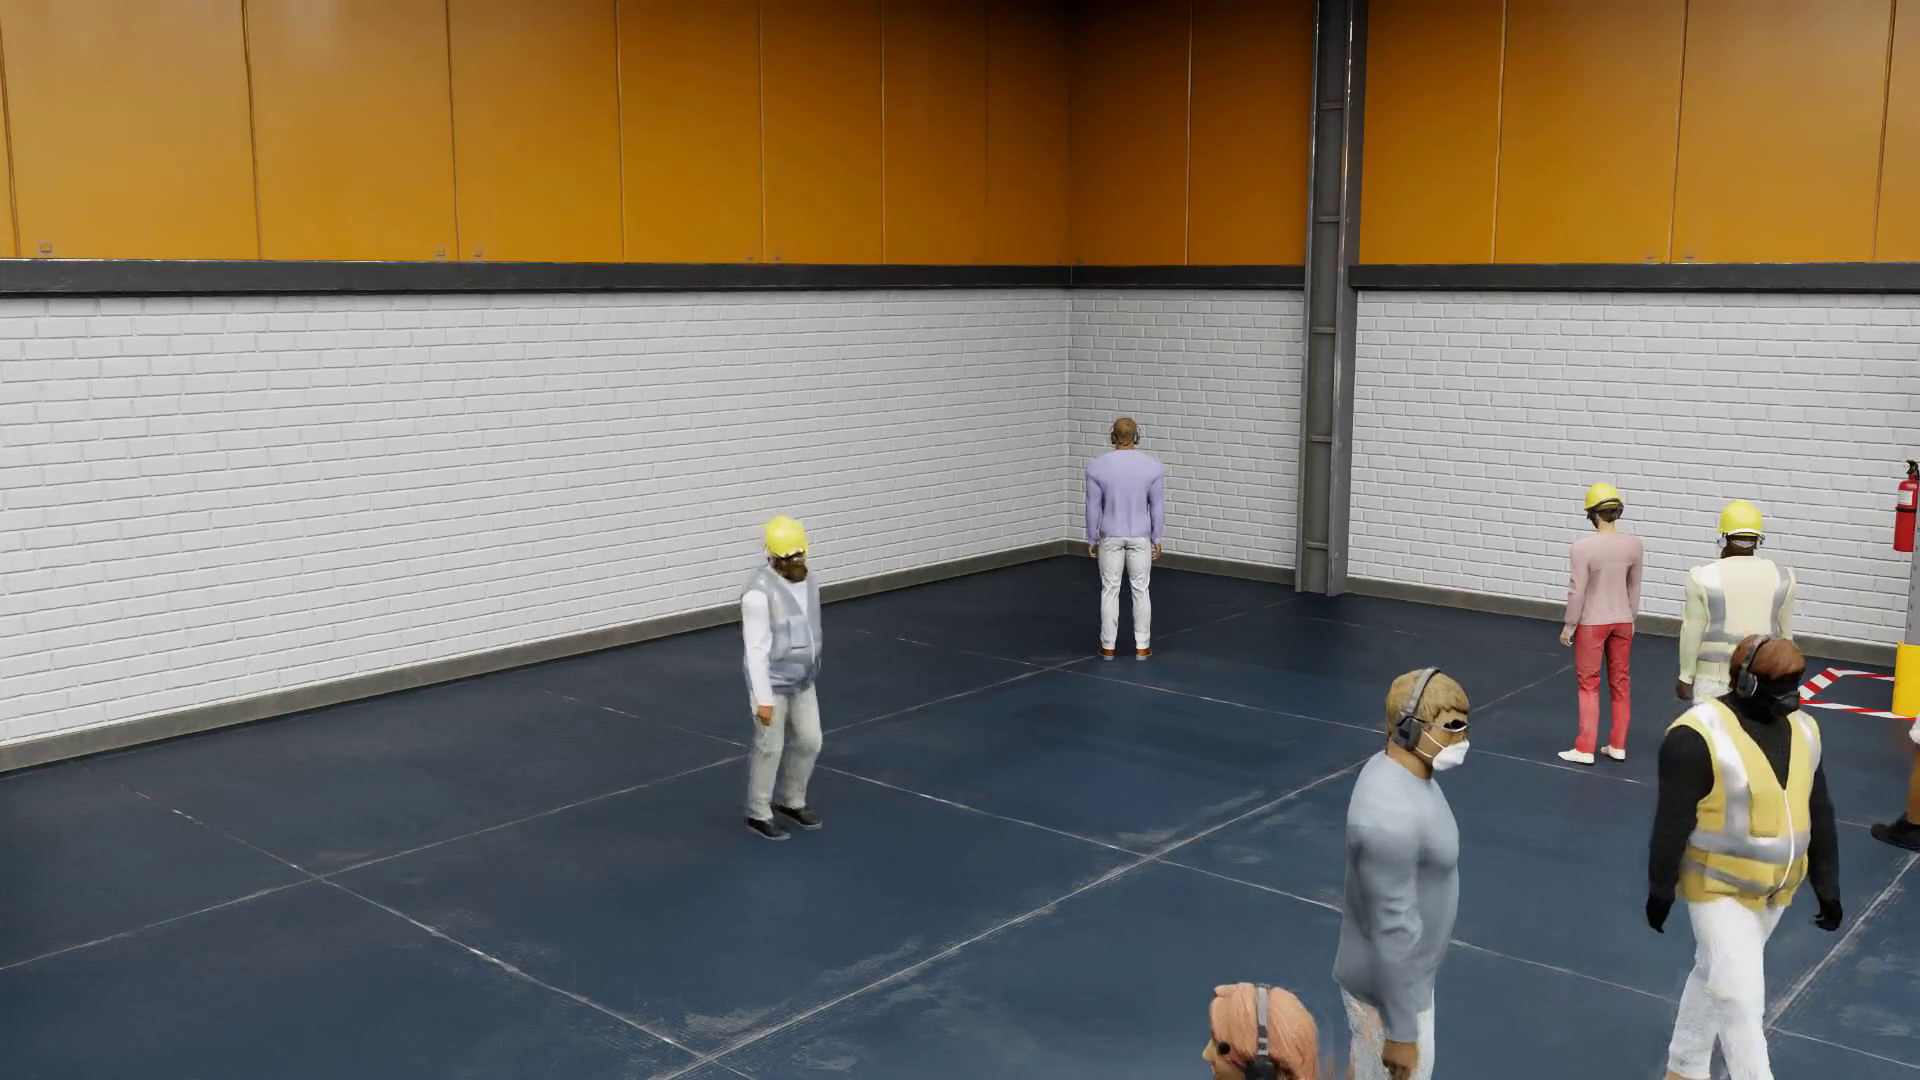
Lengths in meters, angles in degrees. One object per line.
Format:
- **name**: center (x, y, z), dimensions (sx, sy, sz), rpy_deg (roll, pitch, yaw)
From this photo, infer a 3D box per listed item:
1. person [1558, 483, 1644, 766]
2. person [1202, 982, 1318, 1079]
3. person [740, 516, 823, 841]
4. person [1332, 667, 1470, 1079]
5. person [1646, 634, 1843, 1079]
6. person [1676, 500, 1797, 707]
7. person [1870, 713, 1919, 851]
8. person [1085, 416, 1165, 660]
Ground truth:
- **person**: center (3.965, 0.524, 10.319), dimensions (0.524, 1.759, 0.328), rpy_deg (-3, 9, -16)
- **person**: center (0.678, 1.689, 3.398), dimensions (0.436, 1.628, 0.518), rpy_deg (2, 9, 14)
- **person**: center (-0.956, 0.742, 8.838), dimensions (0.538, 1.790, 0.612), rpy_deg (6, 11, 32)
- **person**: center (1.271, 1.311, 4.820), dimensions (0.371, 1.935, 0.627), rpy_deg (3, 9, 16)
- **person**: center (2.787, 1.230, 5.715), dimensions (0.663, 1.802, 0.889), rpy_deg (-4, 10, -23)
- **person**: center (4.167, 0.697, 8.989), dimensions (0.586, 1.833, 0.403), rpy_deg (0, 9, 2)
- **person**: center (5.182, 0.755, 8.443), dimensions (0.547, 1.907, 0.951), rpy_deg (-3, 9, -18)
- **person**: center (1.294, -0.008, 13.102), dimensions (0.628, 1.935, 0.373), rpy_deg (1, 9, 4)
